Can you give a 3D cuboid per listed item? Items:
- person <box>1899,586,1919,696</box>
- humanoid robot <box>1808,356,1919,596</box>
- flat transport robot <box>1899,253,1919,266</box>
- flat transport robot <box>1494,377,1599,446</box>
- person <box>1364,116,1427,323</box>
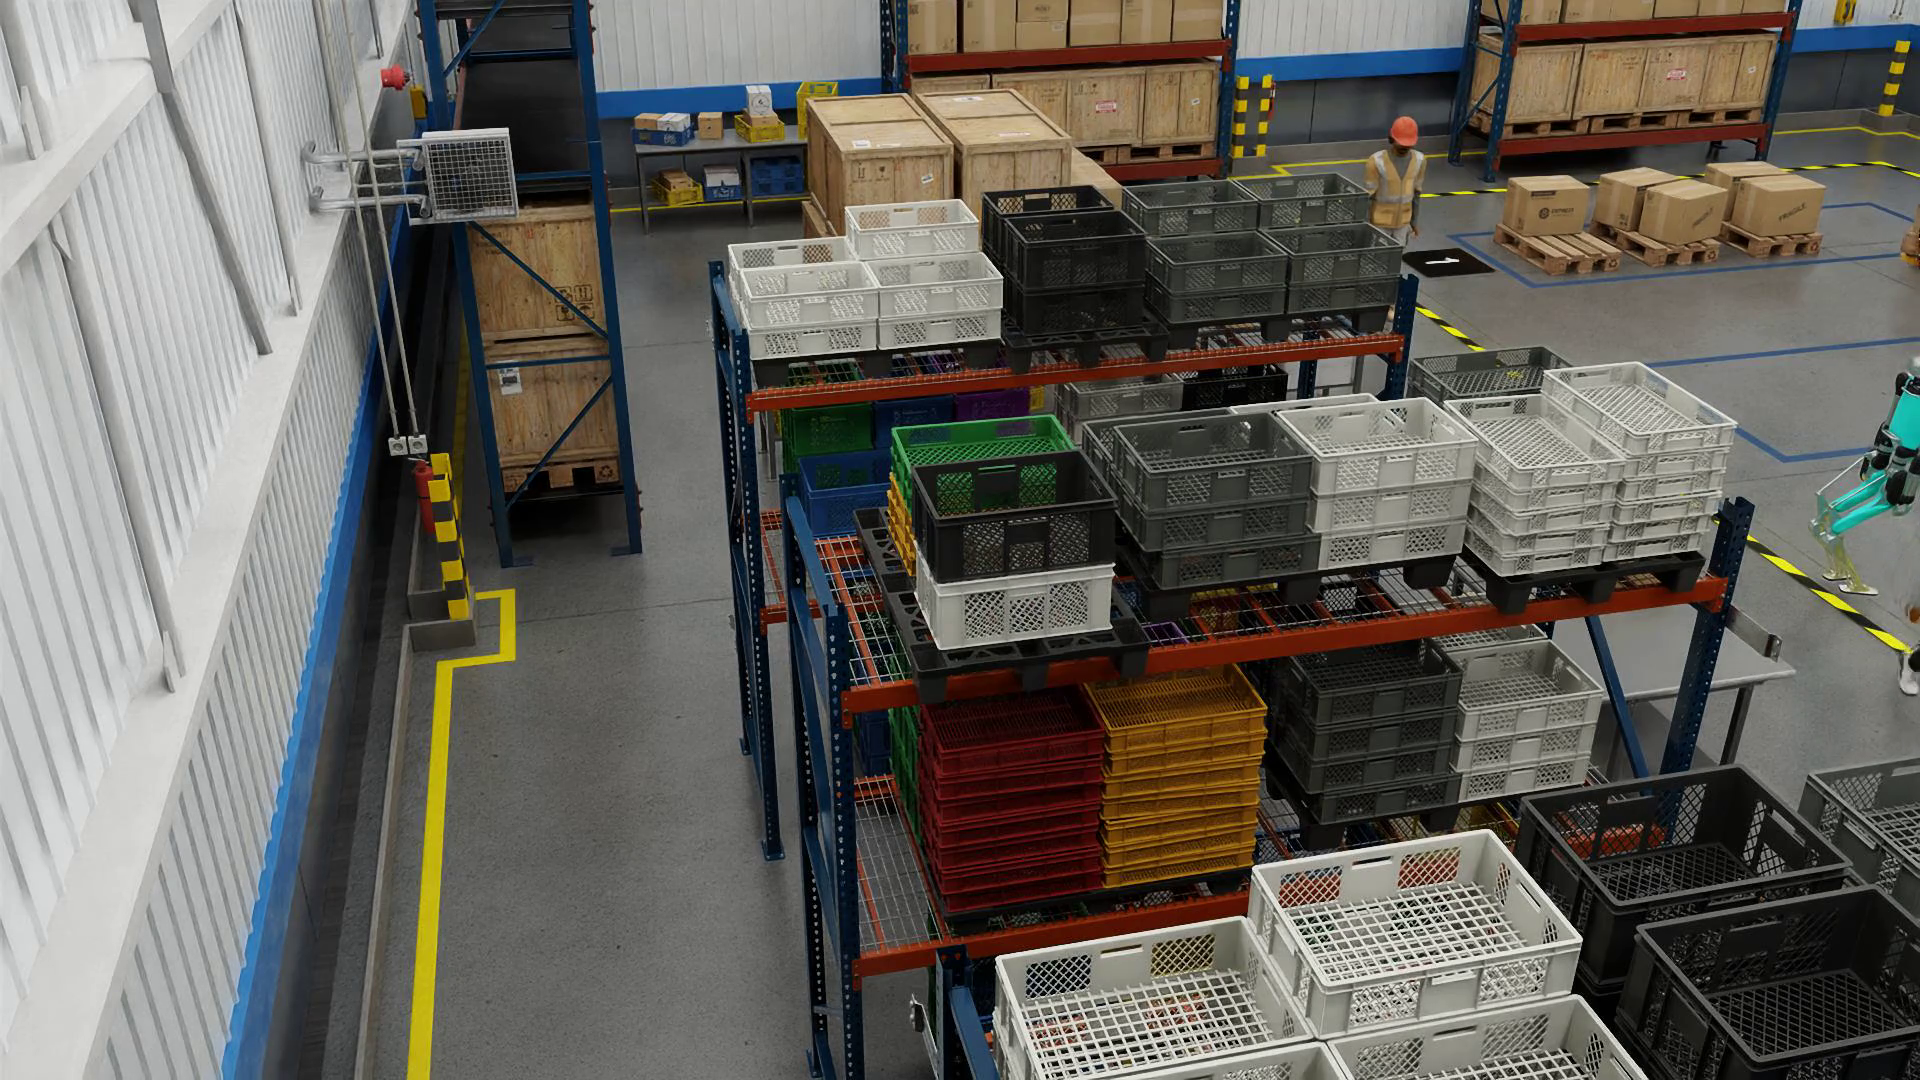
[{"bbox_3d":[5.936,0.314,9.808,0.630,1.807,0.898,-3,28,-5],"label":"person"},{"bbox_3d":[6.067,-0.432,11.146,0.735,1.677,0.533,-1,28,-2],"label":"humanoid robot"},{"bbox_3d":[10.645,-2.843,17.411,0.652,0.197,1.431,-6,28,-12],"label":"flat transport robot"},{"bbox_3d":[4.780,-1.036,14.013,0.659,0.231,1.431,-6,28,-12],"label":"flat transport robot"},{"bbox_3d":[4.142,-3.052,15.949,0.609,2.030,0.403,-6,28,-11],"label":"person"}]
